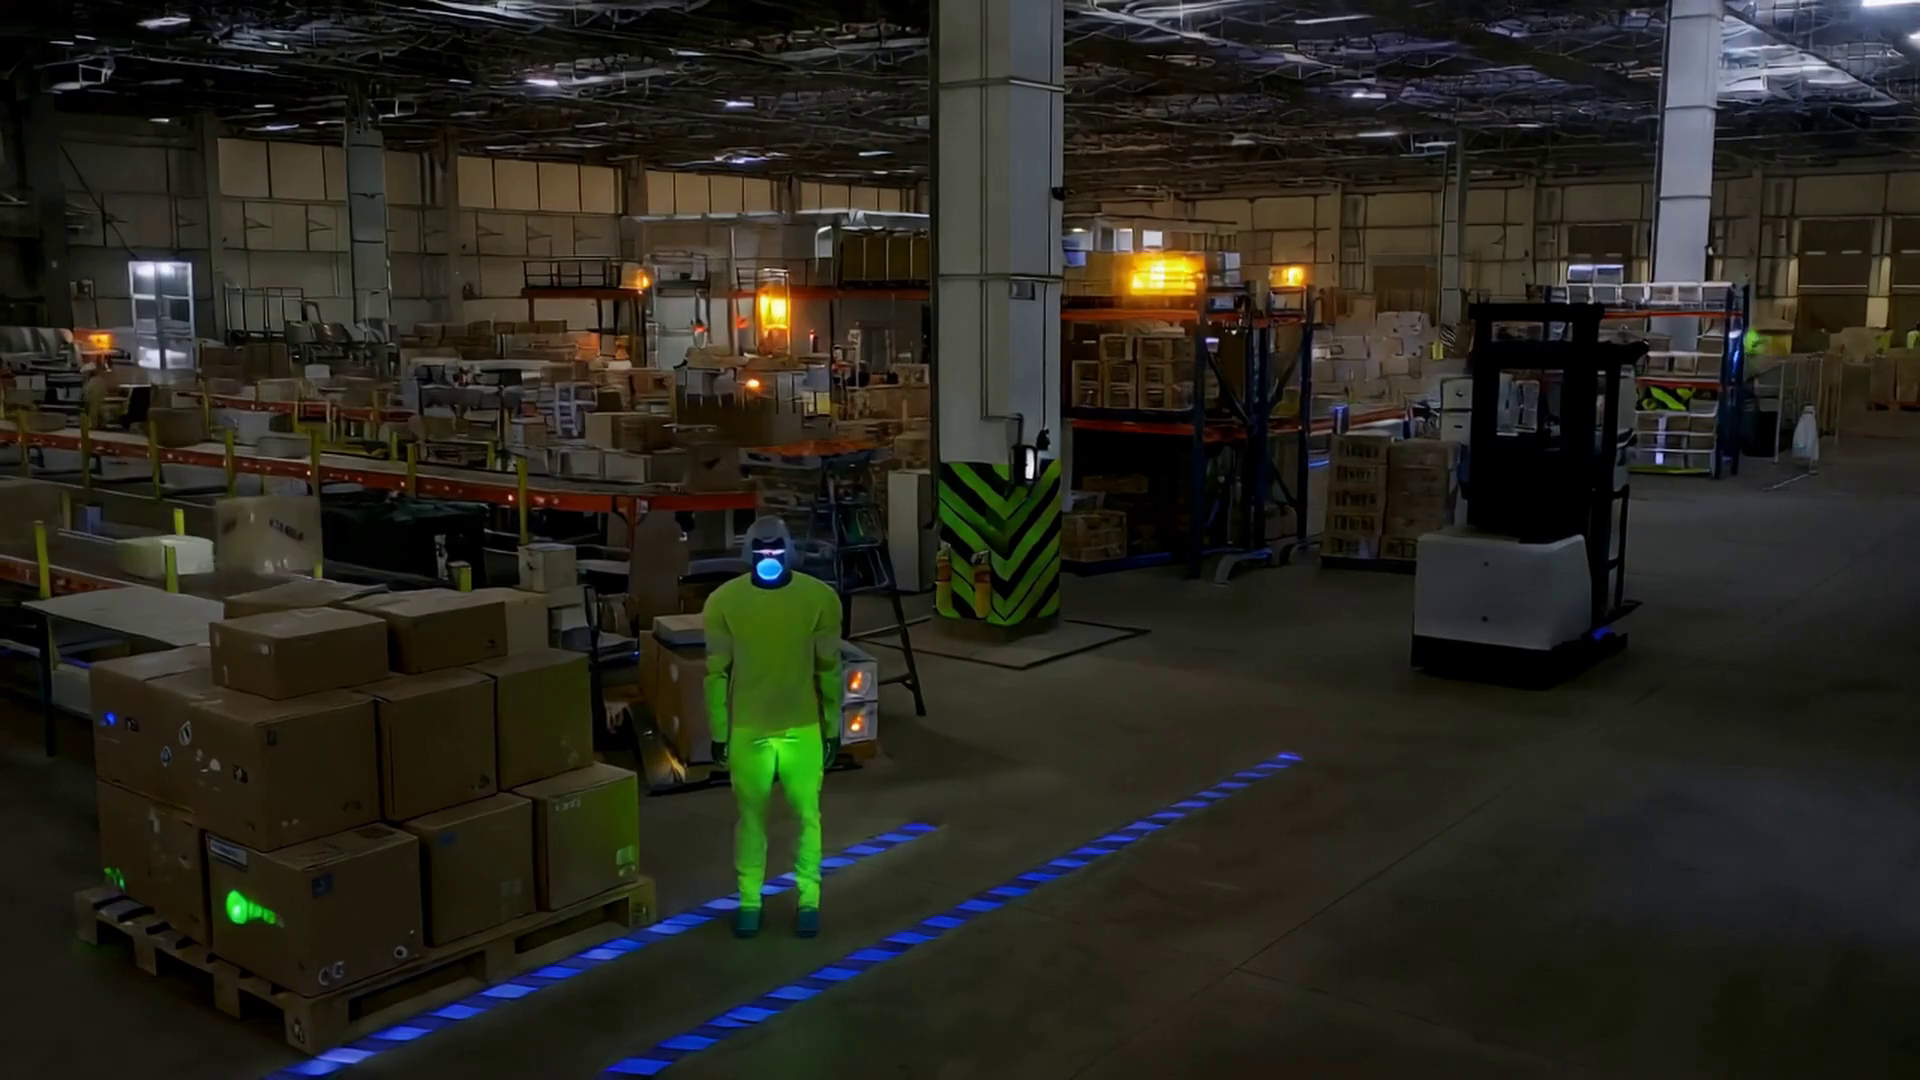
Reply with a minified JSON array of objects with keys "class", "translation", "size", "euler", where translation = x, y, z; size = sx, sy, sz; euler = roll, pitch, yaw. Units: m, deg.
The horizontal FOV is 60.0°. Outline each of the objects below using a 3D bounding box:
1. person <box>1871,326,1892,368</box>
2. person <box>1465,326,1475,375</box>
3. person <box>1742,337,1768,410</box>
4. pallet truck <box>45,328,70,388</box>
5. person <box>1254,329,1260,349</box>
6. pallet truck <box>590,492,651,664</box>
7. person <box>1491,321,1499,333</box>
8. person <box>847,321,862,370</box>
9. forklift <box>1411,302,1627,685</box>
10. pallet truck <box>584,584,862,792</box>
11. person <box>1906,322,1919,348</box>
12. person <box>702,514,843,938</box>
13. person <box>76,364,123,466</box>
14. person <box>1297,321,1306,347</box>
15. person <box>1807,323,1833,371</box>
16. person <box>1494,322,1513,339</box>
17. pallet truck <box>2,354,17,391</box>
[{"class":"person","translation":[35.365,-7.395,63.817],"size":[0.686,1.664,0.356],"euler":[7,11,41]},{"class":"person","translation":[14.413,-5.031,46.629],"size":[0.703,2.000,0.896],"euler":[-3,9,-21]},{"class":"person","translation":[18.494,-3.821,38.968],"size":[0.907,1.904,0.557],"euler":[7,11,38]},{"class":"pallet truck","translation":[-23.775,-4.544,43.495],"size":[1.885,1.965,0.823],"euler":[6,10,35]},{"class":"person","translation":[15.474,-10.834,86.440],"size":[0.430,1.839,0.619],"euler":[6,10,34]},{"class":"pallet truck","translation":[-3.115,0.344,12.883],"size":[0.653,1.274,1.630],"euler":[7,11,37]},{"class":"person","translation":[21.892,-8.147,68.188],"size":[1.019,1.881,0.651],"euler":[3,9,17]},{"class":"person","translation":[-3.993,-7.296,62.598],"size":[0.593,1.859,0.633],"euler":[-7,11,-40]},{"class":"forklift","translation":[4.379,-0.438,12.852],"size":[1.129,2.768,1.873],"euler":[7,11,37]},{"class":"pallet truck","translation":[-1.426,0.805,10.019],"size":[1.601,1.201,0.680],"euler":[-4,9,-26]},{"class":"person","translation":[31.821,-6.273,55.356],"size":[0.379,1.937,0.629],"euler":[-4,9,-25]},{"class":"person","translation":[-0.834,0.836,7.472],"size":[0.623,1.932,0.368],"euler":[-1,8,-6]},{"class":"person","translation":[-14.504,-2.105,27.988],"size":[0.847,1.715,0.521],"euler":[0,8,2]},{"class":"person","translation":[18.004,-10.923,86.682],"size":[1.007,1.952,0.627],"euler":[7,11,38]},{"class":"person","translation":[31.795,-7.102,61.380],"size":[0.863,1.814,0.632],"euler":[7,11,38]},{"class":"person","translation":[17.738,-6.128,54.298],"size":[0.643,1.953,0.926],"euler":[2,9,14]},{"class":"pallet truck","translation":[-24.881,-4.417,42.634],"size":[1.885,1.965,0.823],"euler":[8,11,41]}]
